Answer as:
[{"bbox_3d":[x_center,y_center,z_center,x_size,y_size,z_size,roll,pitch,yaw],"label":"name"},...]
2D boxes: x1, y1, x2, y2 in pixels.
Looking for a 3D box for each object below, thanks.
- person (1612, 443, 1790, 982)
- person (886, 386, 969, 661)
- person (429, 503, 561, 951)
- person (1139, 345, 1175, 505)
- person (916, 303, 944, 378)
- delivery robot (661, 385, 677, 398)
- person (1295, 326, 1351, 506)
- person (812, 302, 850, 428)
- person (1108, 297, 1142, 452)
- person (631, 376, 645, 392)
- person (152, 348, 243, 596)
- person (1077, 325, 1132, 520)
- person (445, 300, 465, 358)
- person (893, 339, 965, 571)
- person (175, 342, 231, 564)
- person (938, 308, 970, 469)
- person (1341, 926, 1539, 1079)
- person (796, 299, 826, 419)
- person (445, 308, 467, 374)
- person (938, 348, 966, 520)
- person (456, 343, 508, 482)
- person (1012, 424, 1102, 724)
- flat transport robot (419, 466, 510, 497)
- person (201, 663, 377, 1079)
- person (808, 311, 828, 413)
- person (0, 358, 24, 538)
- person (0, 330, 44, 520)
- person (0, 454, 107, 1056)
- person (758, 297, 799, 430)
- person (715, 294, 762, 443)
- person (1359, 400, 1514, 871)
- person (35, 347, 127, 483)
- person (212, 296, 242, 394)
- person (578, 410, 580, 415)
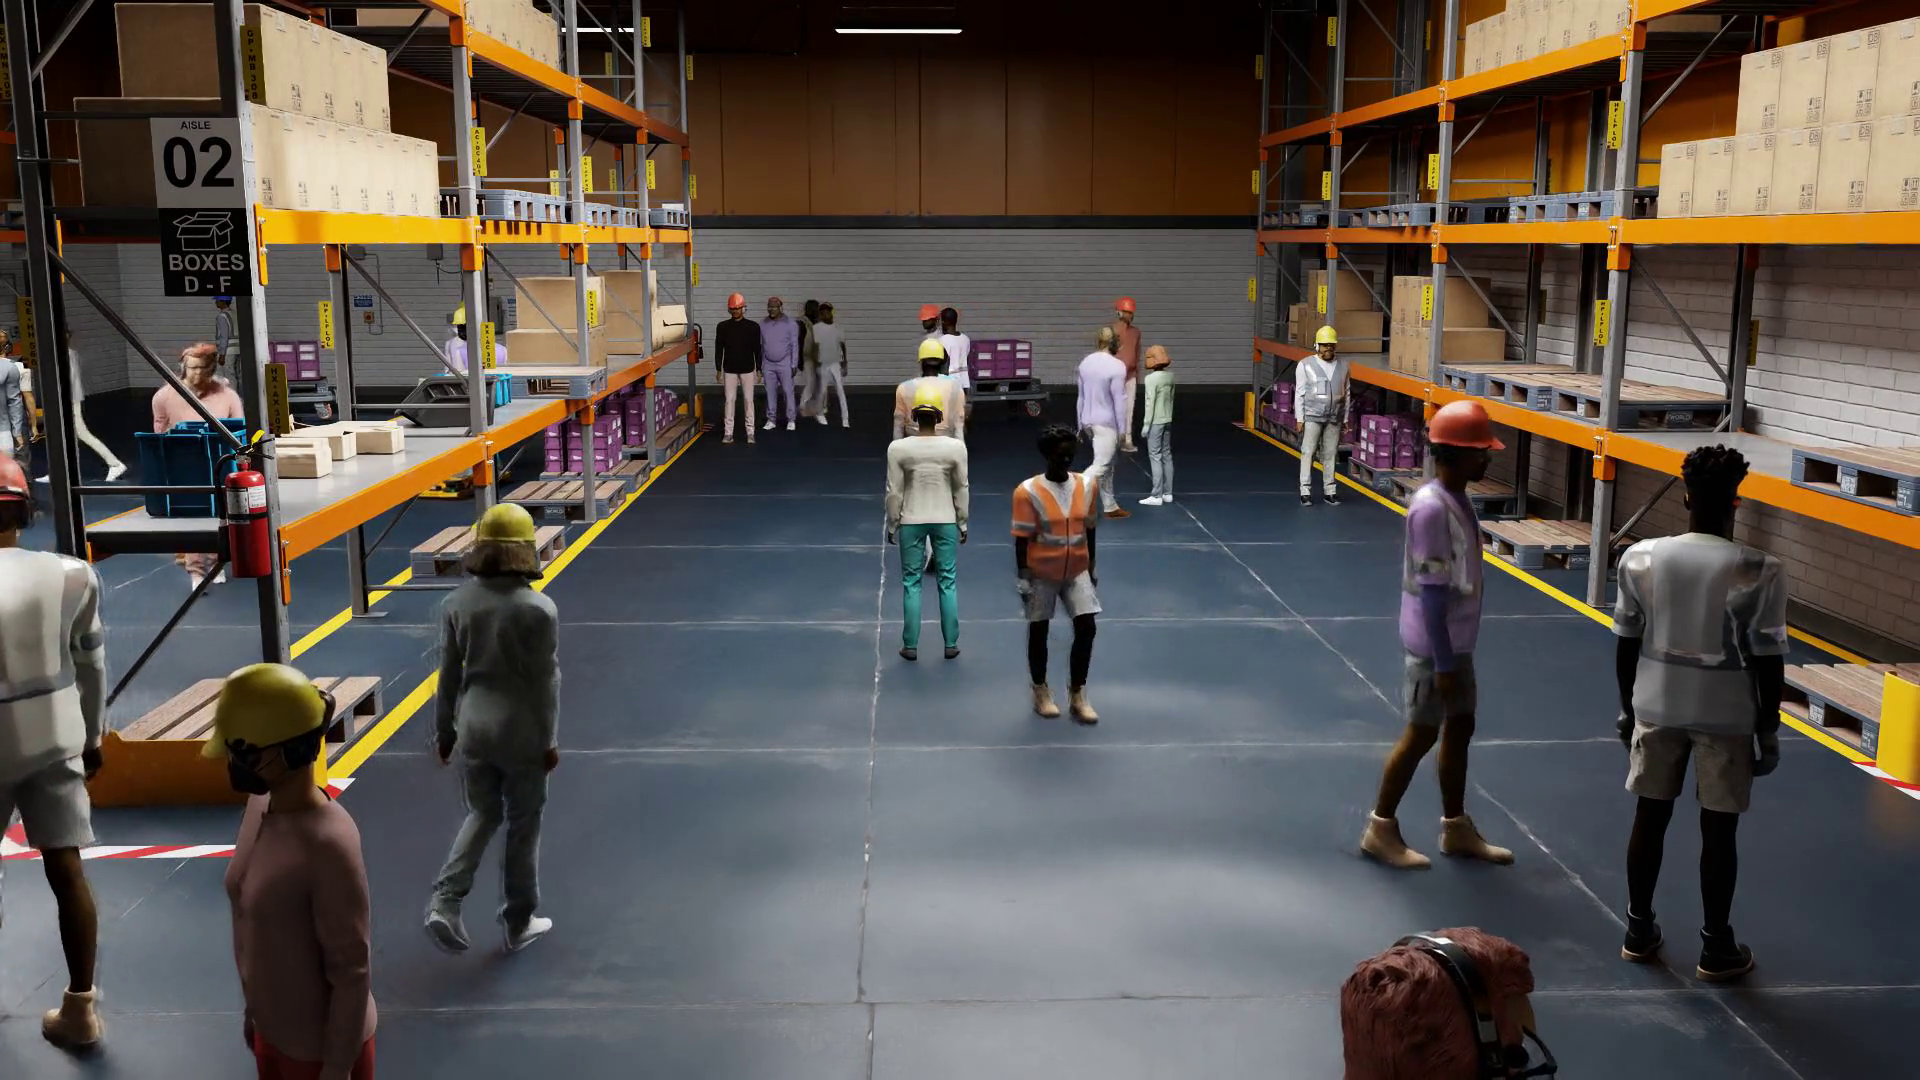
[{"bbox_3d":[2.689,0.625,6.074,0.604,1.965,0.367,9,13,40],"label":"person"},{"bbox_3d":[-0.209,-0.104,10.693,0.534,1.767,0.314,-1,10,-6],"label":"person"},{"bbox_3d":[-1.742,0.728,6.223,0.491,1.716,0.575,3,11,17],"label":"person"},{"bbox_3d":[2.021,-1.175,17.030,0.270,1.631,0.507,8,13,37],"label":"person"},{"bbox_3d":[-0.313,-2.018,20.943,0.544,1.915,0.543,-8,13,-37],"label":"person"},{"bbox_3d":[-4.393,-2.069,24.749,0.477,0.478,0.707,-2,10,-12],"label":"delivery robot"},{"bbox_3d":[3.699,-1.257,16.929,0.590,1.833,0.403,-2,10,-10],"label":"person"},{"bbox_3d":[-1.892,-2.562,24.242,0.532,1.822,0.747,-2,10,-11],"label":"person"},{"bbox_3d":[2.066,-2.117,21.293,0.634,1.982,0.539,-7,12,-35],"label":"person"},{"bbox_3d":[-4.939,-3.005,26.086,0.538,2.000,0.681,2,10,12],"label":"person"},{"bbox_3d":[-5.817,-0.537,12.812,0.669,1.869,0.824,-6,12,-29],"label":"person"},{"bbox_3d":[1.285,-1.088,15.823,0.867,1.906,0.661,-6,12,-30],"label":"person"},{"bbox_3d":[-7.444,-2.711,25.081,0.588,1.809,0.425,-5,11,-24],"label":"person"},{"bbox_3d":[-0.233,-0.710,13.724,0.588,1.892,0.879,-3,11,-16],"label":"person"},{"bbox_3d":[-6.425,-0.744,14.038,0.493,1.858,0.733,5,11,24],"label":"person"},{"bbox_3d":[-0.081,-1.749,19.433,0.374,1.916,0.597,6,12,30],"label":"person"},{"bbox_3d":[0.535,1.382,2.022,0.403,1.906,0.652,-6,12,-30],"label":"person"},{"bbox_3d":[-2.235,-2.718,25.140,0.436,1.820,0.725,5,11,24],"label":"person"},{"bbox_3d":[-5.635,-1.695,19.103,0.587,1.928,0.382,2,10,12],"label":"person"},{"bbox_3d":[-0.213,-1.022,15.995,0.535,1.699,0.318,-2,10,-11],"label":"person"},{"bbox_3d":[-5.310,-1.552,18.547,0.566,1.842,0.387,-6,12,-31],"label":"person"},{"bbox_3d":[0.561,0.200,9.222,0.558,1.674,0.601,-4,11,-21],"label":"person"},{"bbox_3d":[-5.432,-0.652,17.907,0.652,0.197,1.431,1,10,7],"label":"flat transport robot"},{"bbox_3d":[-1.513,1.134,3.805,0.316,1.765,0.523,-10,14,-43],"label":"person"},{"bbox_3d":[-2.242,-2.797,26.063,0.266,1.631,0.507,-4,11,-23],"label":"person"},{"bbox_3d":[-8.785,-0.963,14.998,0.630,1.940,0.372,-7,12,-32],"label":"person"},{"bbox_3d":[-9.150,-1.093,15.982,0.514,1.844,0.328,-3,11,-17],"label":"person"},{"bbox_3d":[-3.231,0.686,5.633,1.002,1.992,0.638,8,13,39],"label":"person"},{"bbox_3d":[-2.609,-2.504,23.704,0.646,1.900,0.400,2,10,14],"label":"person"},{"bbox_3d":[-2.949,-2.273,22.132,0.633,1.991,0.396,0,10,-3],"label":"person"},{"bbox_3d":[2.063,0.415,7.088,0.515,2.041,0.617,6,12,29],"label":"person"},{"bbox_3d":[-9.847,-1.537,18.534,0.927,1.827,0.585,-3,11,-17],"label":"person"},{"bbox_3d":[-11.410,-2.936,25.956,0.381,1.951,0.605,-1,10,-4],"label":"person"},{"bbox_3d":[-5.802,-2.888,25.867,0.353,1.886,0.572,9,13,40],"label":"person"}]
